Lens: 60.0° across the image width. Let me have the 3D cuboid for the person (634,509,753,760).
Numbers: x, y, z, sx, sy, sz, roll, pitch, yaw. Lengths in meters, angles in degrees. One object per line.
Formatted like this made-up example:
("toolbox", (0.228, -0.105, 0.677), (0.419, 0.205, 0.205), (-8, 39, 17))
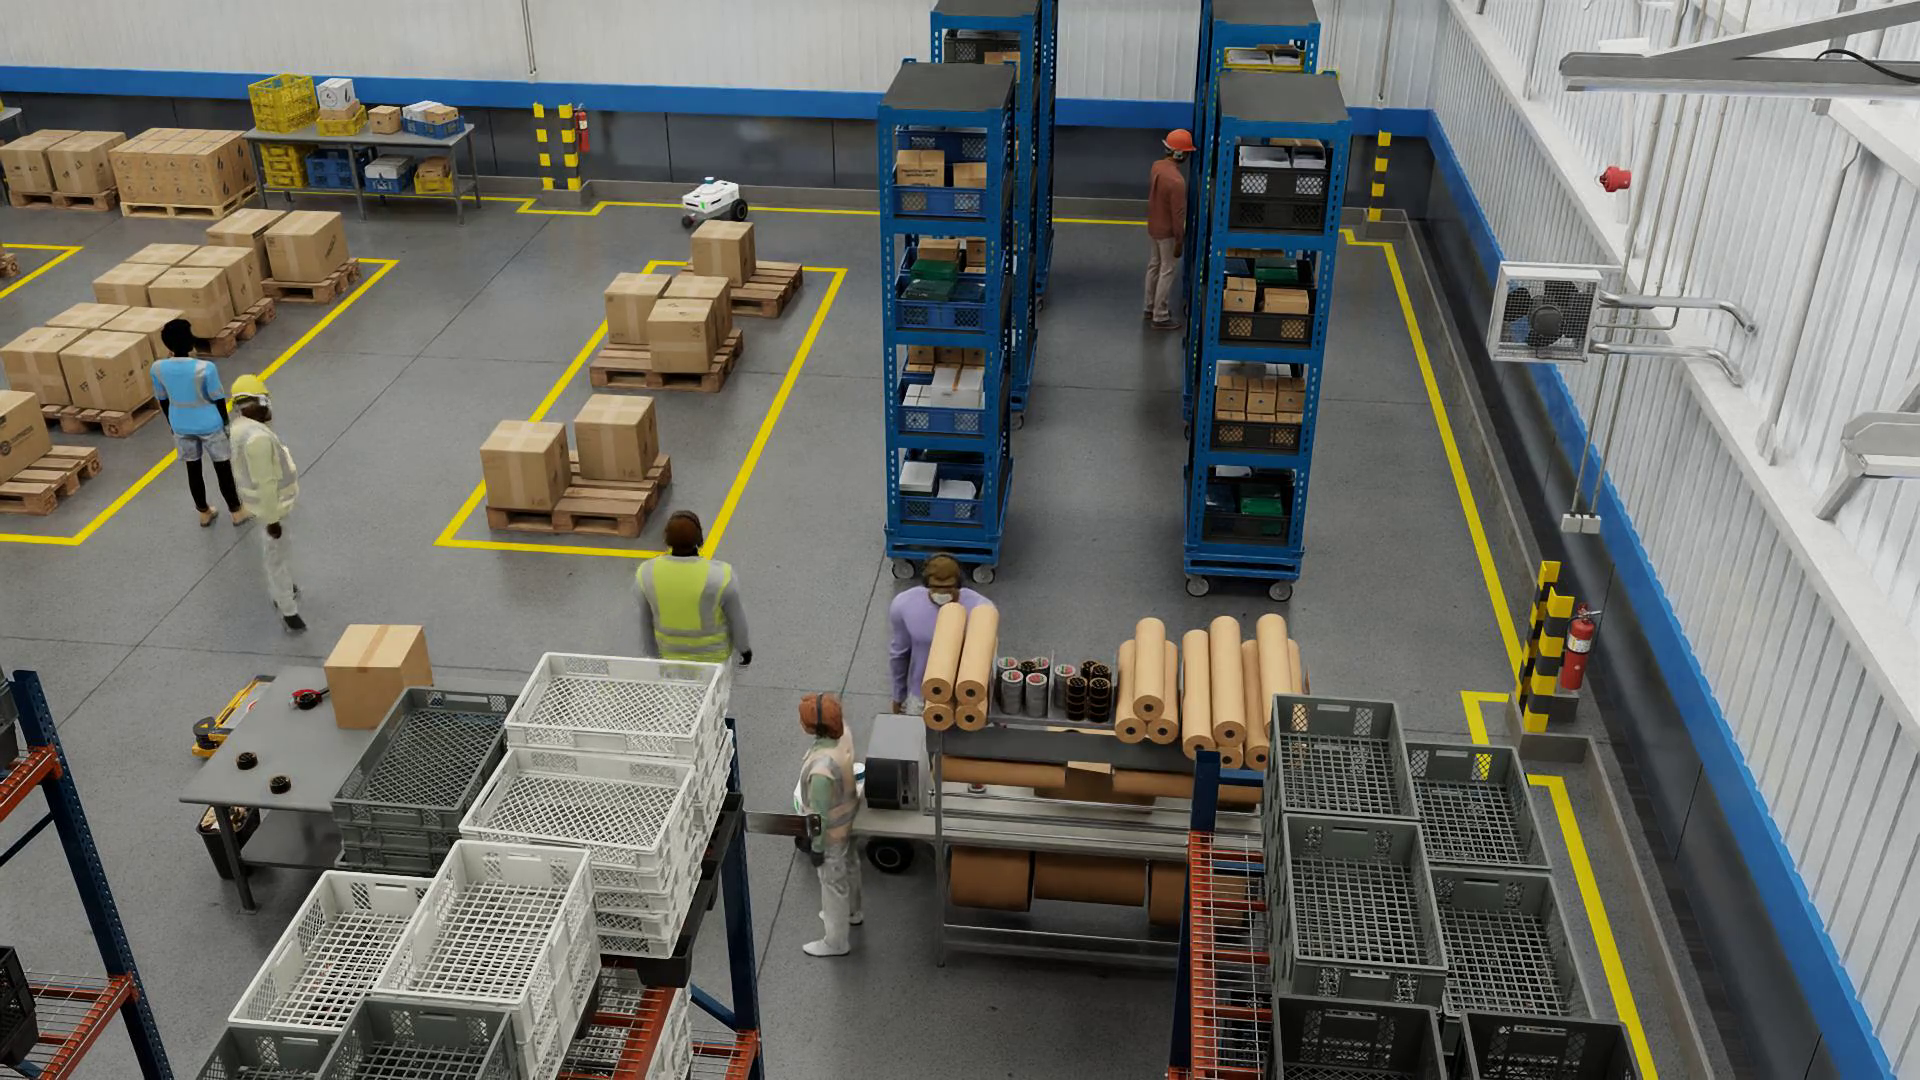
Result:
("person", (-1.579, 0.651, 9.999), (0.629, 1.830, 0.448), (6, 31, 11))

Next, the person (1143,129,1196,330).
("person", (2.025, -3.004, 16.125), (0.409, 1.980, 0.622), (-10, 32, -16))

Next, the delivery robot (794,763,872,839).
("delivery robot", (-0.595, 1.515, 9.673), (0.707, 0.478, 0.477), (6, 31, 9))

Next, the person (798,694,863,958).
("person", (-0.680, 1.491, 8.740), (0.322, 1.638, 0.520), (5, 31, 9))

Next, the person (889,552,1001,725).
("person", (-0.086, 0.879, 9.505), (0.633, 1.930, 0.370), (5, 31, 8))

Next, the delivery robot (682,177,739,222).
("delivery robot", (-2.840, -3.890, 18.957), (0.477, 0.478, 0.707), (16, 34, 26))

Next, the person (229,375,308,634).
("person", (-4.781, -0.239, 11.576), (0.406, 1.786, 0.719), (-17, 34, -27))

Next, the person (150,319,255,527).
("person", (-5.835, -0.883, 12.750), (0.536, 1.699, 0.322), (2, 30, 4))
